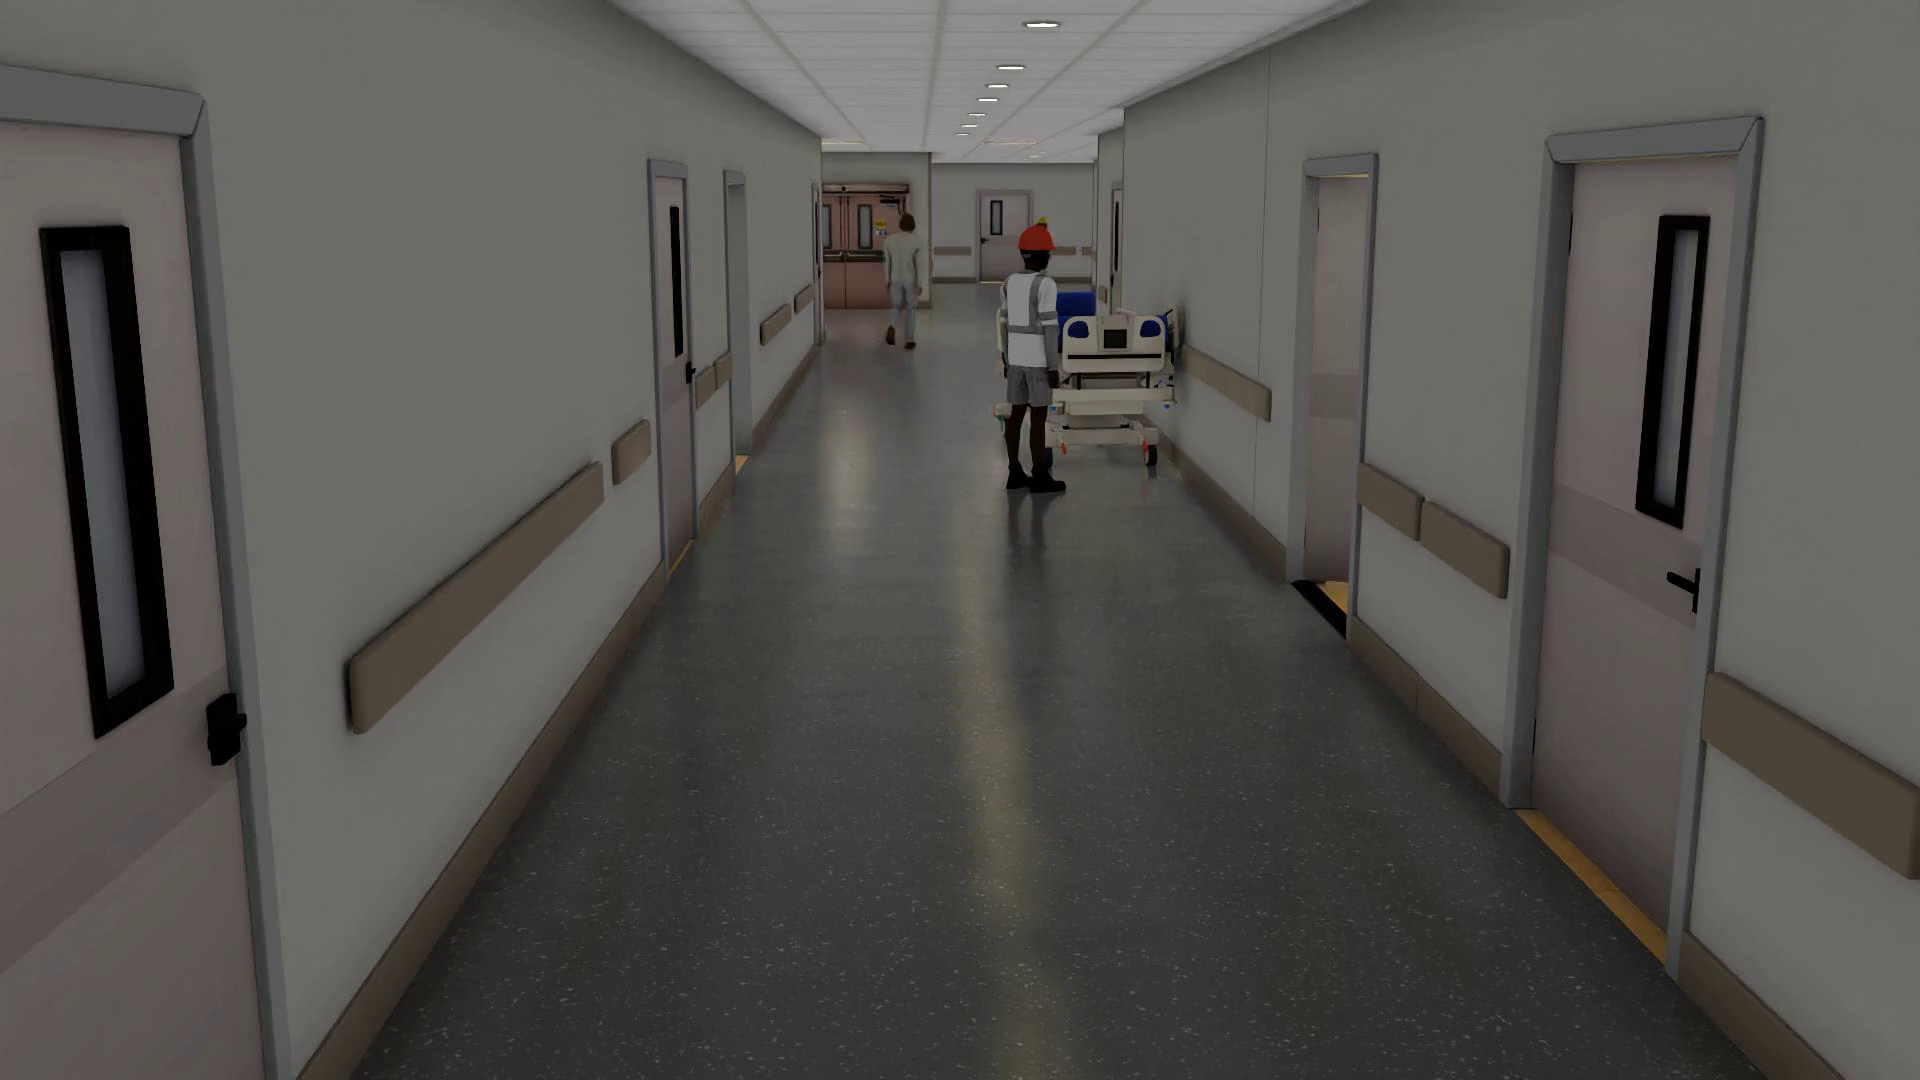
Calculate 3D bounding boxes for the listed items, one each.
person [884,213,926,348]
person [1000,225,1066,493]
[{"bbox_3d":[-0.803,-3.679,23.708,0.642,1.924,0.565,4,12,18],"label":"person"},{"bbox_3d":[0.535,-1.317,12.165,0.375,1.939,0.546,-9,15,-38],"label":"person"}]
